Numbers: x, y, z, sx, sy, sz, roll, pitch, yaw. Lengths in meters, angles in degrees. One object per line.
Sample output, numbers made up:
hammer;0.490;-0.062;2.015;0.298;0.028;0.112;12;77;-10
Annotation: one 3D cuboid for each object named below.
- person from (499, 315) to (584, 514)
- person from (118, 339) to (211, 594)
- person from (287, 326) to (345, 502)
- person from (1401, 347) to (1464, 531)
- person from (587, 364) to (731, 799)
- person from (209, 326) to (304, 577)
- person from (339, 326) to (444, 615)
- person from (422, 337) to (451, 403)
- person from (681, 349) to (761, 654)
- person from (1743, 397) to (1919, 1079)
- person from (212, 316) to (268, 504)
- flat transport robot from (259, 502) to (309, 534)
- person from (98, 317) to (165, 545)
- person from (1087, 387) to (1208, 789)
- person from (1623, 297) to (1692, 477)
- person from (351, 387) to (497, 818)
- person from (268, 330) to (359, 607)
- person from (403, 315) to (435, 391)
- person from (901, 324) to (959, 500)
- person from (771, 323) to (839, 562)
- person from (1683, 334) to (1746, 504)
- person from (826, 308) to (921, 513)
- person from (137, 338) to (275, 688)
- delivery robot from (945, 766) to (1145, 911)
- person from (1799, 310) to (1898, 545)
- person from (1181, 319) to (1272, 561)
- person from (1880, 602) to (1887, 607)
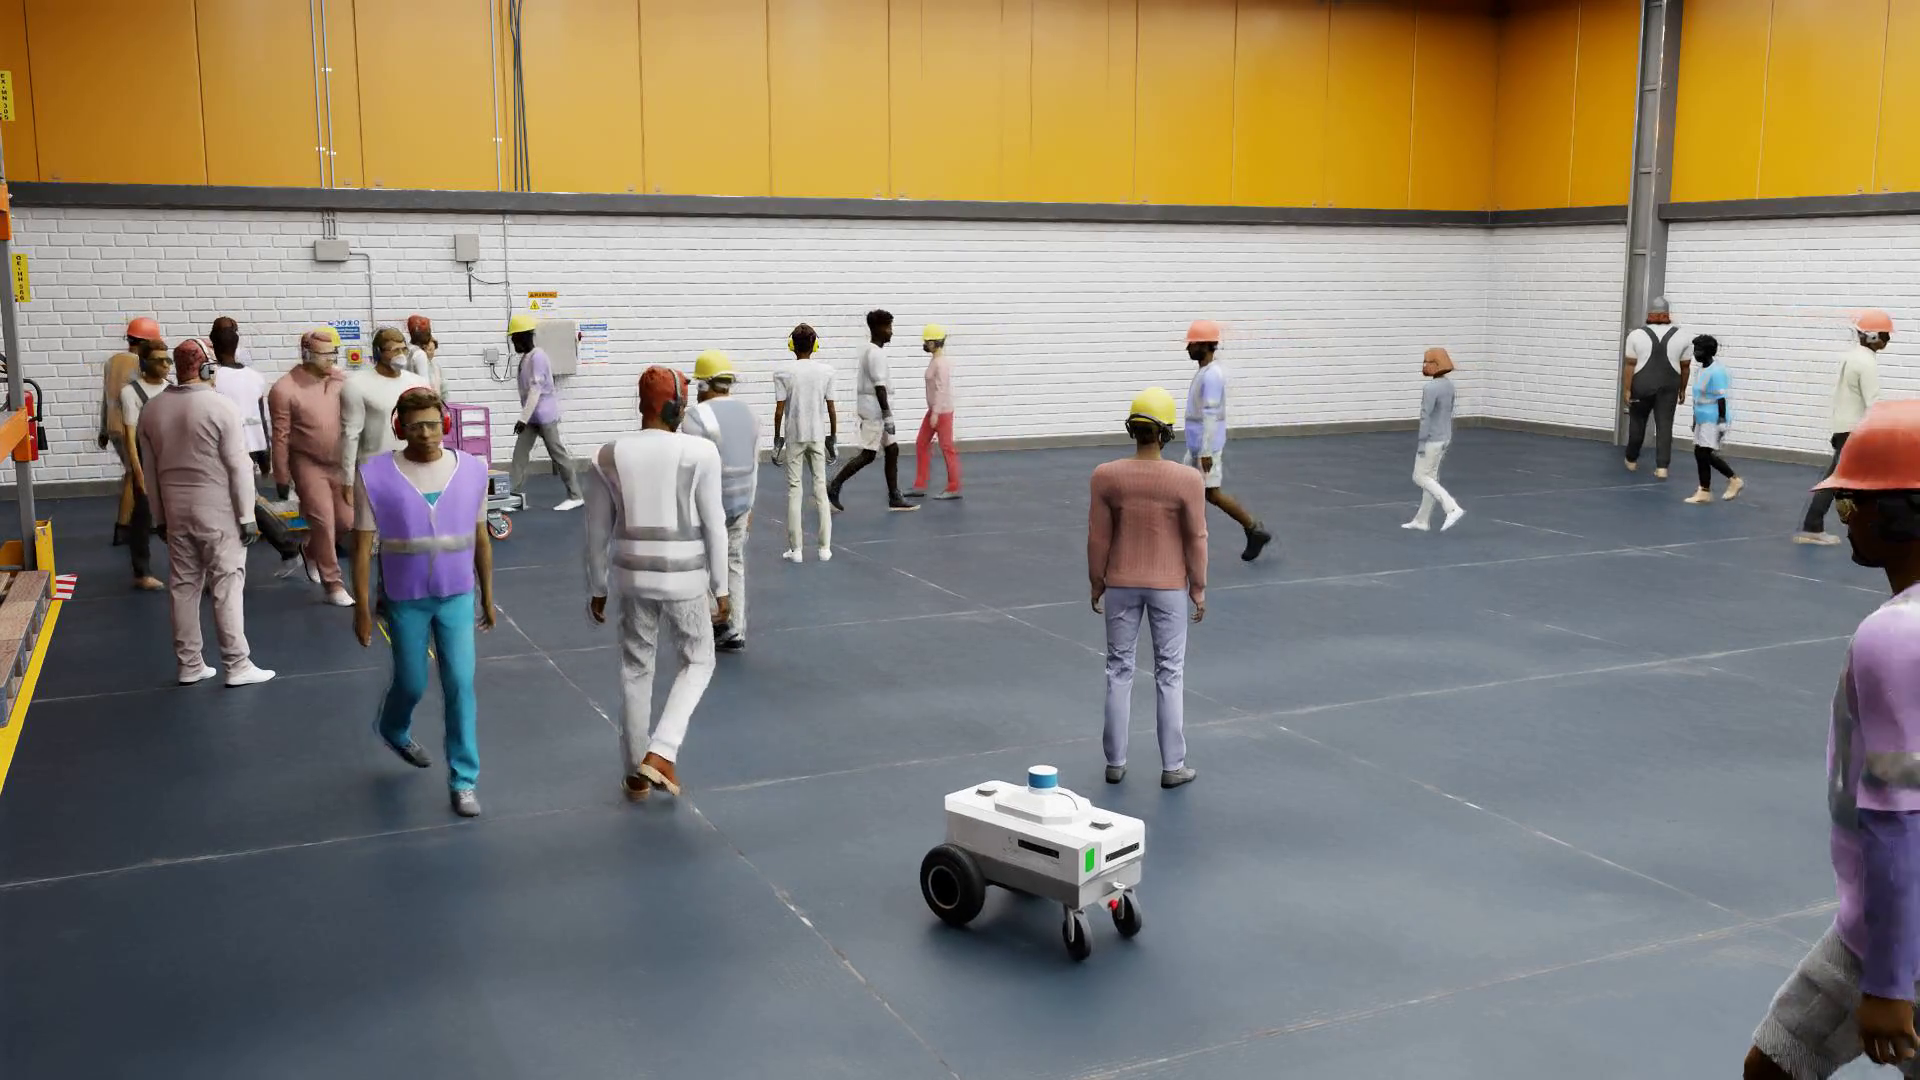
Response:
person;-4.007;-1.170;15.594;1.008;1.856;0.581;-6;11;-34
person;-5.553;-0.496;11.620;0.977;1.789;0.524;5;11;29
person;-5.776;-1.034;15.017;0.602;1.787;0.951;4;10;25
person;4.119;-0.858;14.411;0.591;1.621;0.518;8;12;41
person;-1.292;0.197;7.058;0.666;1.874;0.389;1;9;8
person;-5.305;-0.642;12.284;0.930;1.871;0.613;1;9;9
person;-3.557;-0.403;10.683;0.883;1.906;0.662;7;11;35
person;-5.325;-1.222;16.636;0.374;1.625;0.542;4;10;24
person;-1.428;-0.210;9.799;0.429;1.814;0.622;7;12;38
person;1.804;0.724;3.353;0.641;2.013;0.809;-7;12;-38
person;-7.032;-1.230;16.046;0.621;1.841;0.429;2;9;10
flat transport robot;-5.764;-0.207;14.546;1.431;0.197;0.652;-8;12;-41
person;-6.852;-0.913;13.916;0.639;1.890;0.707;4;10;26
person;0.828;0.210;7.331;0.535;1.767;0.315;3;10;19
person;7.788;-1.748;18.628;0.704;2.000;1.031;2;9;14
person;-2.301;0.232;7.107;0.610;1.806;0.811;-6;11;-31
person;-4.414;-0.500;11.404;0.799;1.876;0.679;7;11;37
person;-5.291;-1.218;15.930;0.758;1.861;0.601;-6;11;-33
person;-0.331;-1.255;16.460;0.711;1.741;0.547;-2;9;-13
person;-1.216;-0.758;13.019;0.535;1.869;0.312;-3;10;-17
person;7.300;-1.158;16.123;0.489;1.674;0.541;0;9;2
person;-0.864;-1.204;15.602;0.908;1.934;0.602;-1;9;-5
person;-4.110;-0.143;9.087;0.639;1.911;0.402;3;10;15
delivery robot;0.285;1.024;5.738;0.707;0.478;0.477;8;12;42
person;7.481;-0.898;13.642;1.020;1.937;0.657;3;10;19
person;1.983;-0.760;12.910;0.872;1.914;0.546;0;9;0
person;6.210;-0.359;10.272;0.947;1.954;0.619;6;11;33
